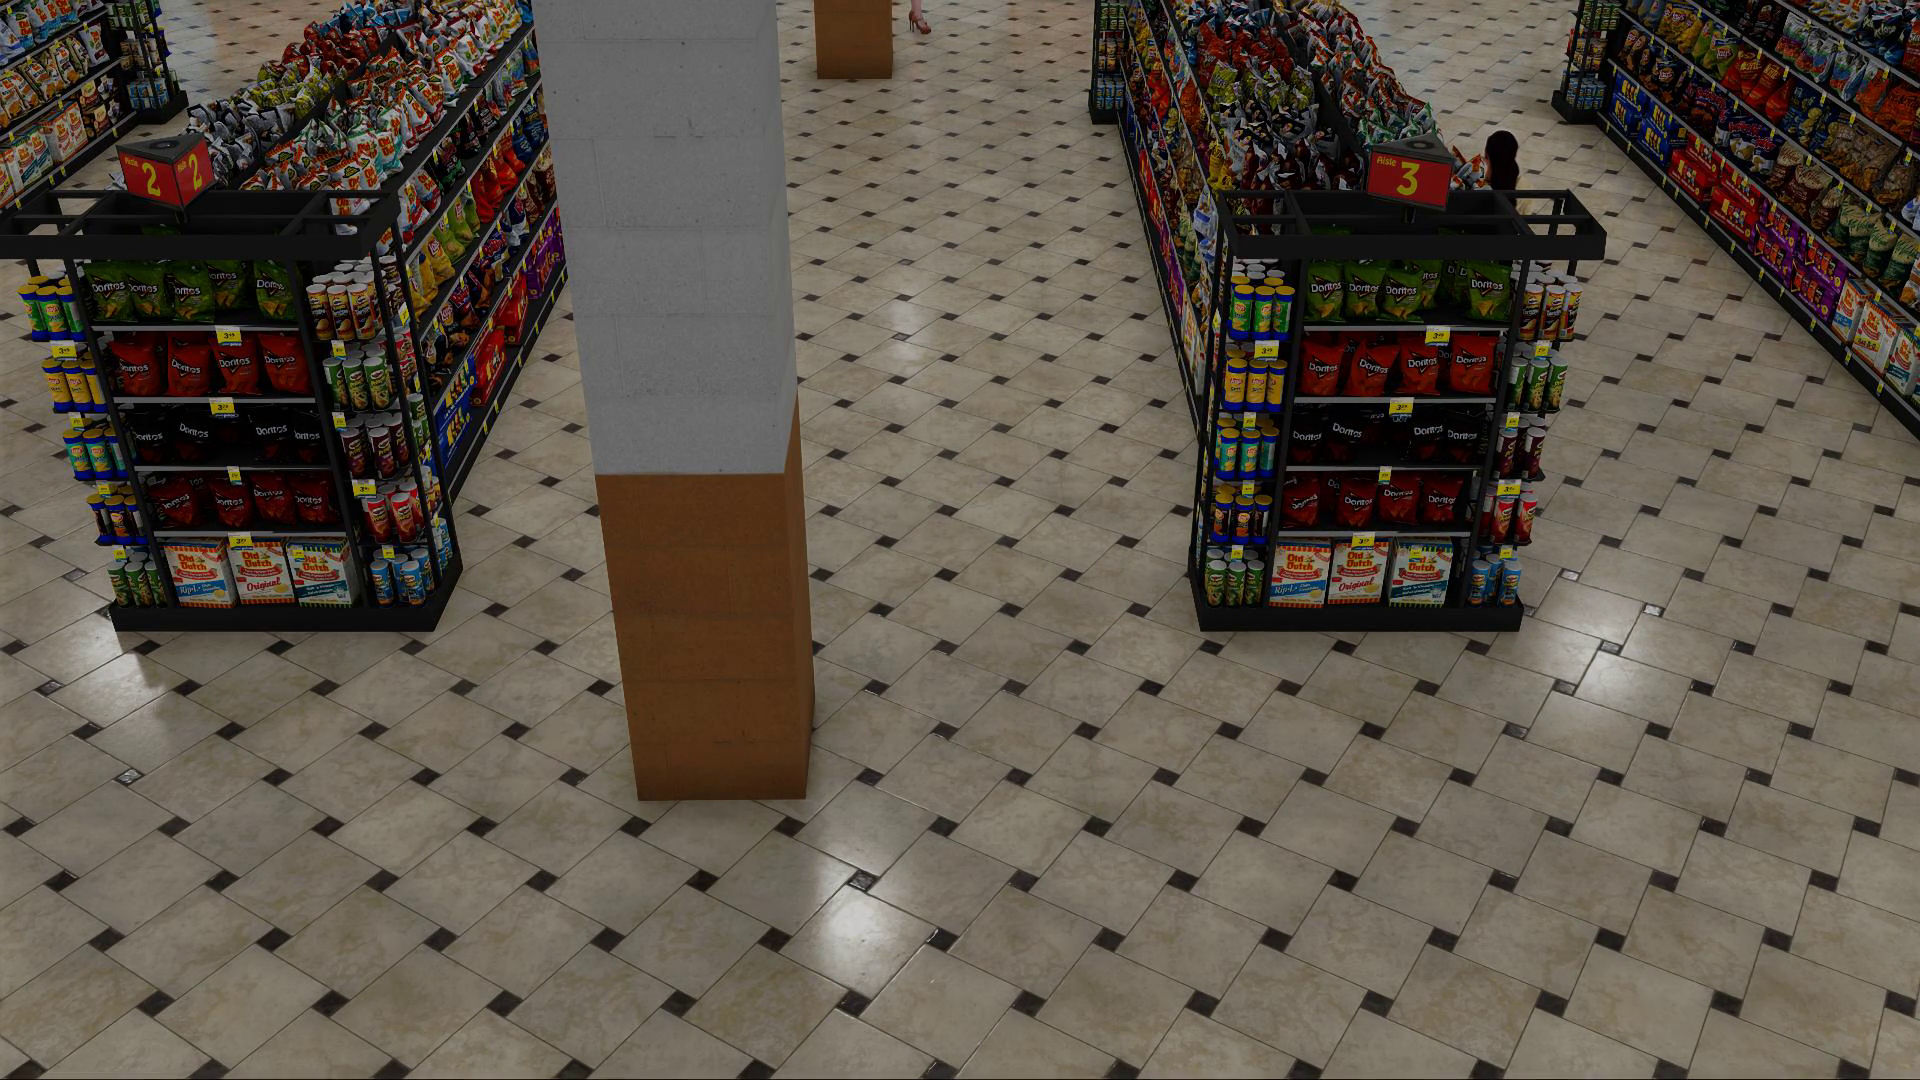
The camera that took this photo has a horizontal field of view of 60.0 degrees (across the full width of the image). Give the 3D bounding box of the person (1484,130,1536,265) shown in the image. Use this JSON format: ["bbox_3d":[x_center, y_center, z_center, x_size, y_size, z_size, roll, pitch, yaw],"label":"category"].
[{"bbox_3d":[3.012,-1.554,9.578,0.651,1.631,0.568,-2,32,-4],"label":"person"}]

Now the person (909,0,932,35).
[{"bbox_3d":[-0.405,-5.964,16.517,0.667,1.787,0.474,-5,32,-8],"label":"person"}]
